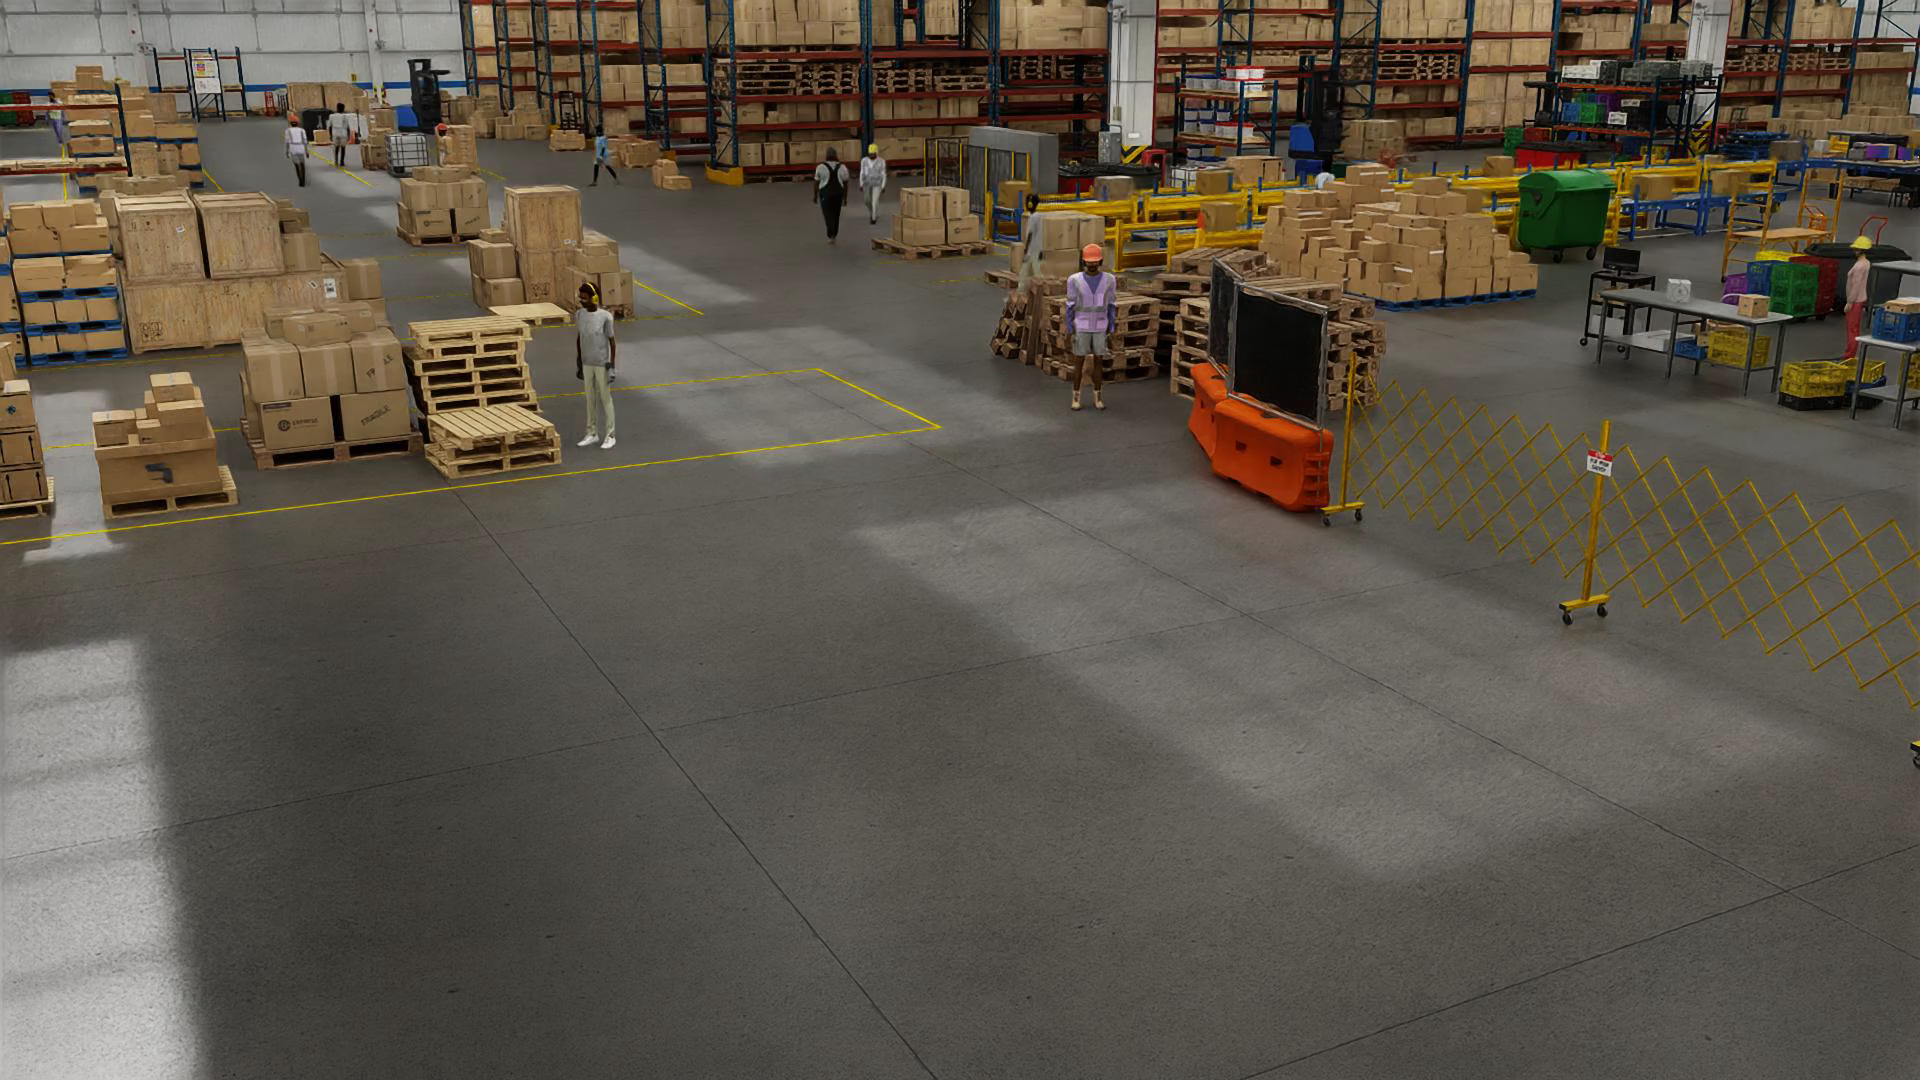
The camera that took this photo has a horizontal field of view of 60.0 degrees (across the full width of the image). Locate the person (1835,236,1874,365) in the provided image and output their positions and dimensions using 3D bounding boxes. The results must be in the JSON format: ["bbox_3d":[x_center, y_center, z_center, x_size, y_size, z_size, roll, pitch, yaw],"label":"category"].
[{"bbox_3d":[12.289,-3.285,22.868,0.303,1.772,0.526,13,22,34],"label":"person"}]

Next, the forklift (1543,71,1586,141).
[{"bbox_3d":[18.685,-13.231,52.085,1.873,2.768,1.129,-9,20,-26],"label":"forklift"}]

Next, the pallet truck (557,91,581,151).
[{"bbox_3d":[-13.495,-14.412,57.188,0.823,1.965,1.885,-3,18,-9],"label":"pallet truck"}]

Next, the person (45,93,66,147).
[{"bbox_3d":[-31.921,-14.819,58.684,0.602,1.866,0.981,-1,18,-4],"label":"person"}]

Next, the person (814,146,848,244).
[{"bbox_3d":[-2.677,-7.226,34.715,0.683,2.000,0.982,-6,19,-17],"label":"person"}]

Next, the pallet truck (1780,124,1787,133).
[{"bbox_3d":[25.206,-12.542,52.601,1.601,1.201,0.680,0,18,-2],"label":"pallet truck"}]

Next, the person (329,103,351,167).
[{"bbox_3d":[-19.130,-12.511,51.360,0.632,1.935,0.495,-1,18,-3],"label":"person"}]

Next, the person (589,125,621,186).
[{"bbox_3d":[-9.824,-10.611,45.897,0.832,1.653,0.533,-16,24,-40],"label":"person"}]

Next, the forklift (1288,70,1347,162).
[{"bbox_3d":[11.608,-13.590,53.202,1.129,2.768,1.873,-15,23,-39],"label":"forklift"}]

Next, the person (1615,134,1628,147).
[{"bbox_3d":[21.450,-13.186,54.019,0.846,1.579,0.492,-4,18,-13],"label":"person"}]

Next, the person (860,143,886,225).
[{"bbox_3d":[-1.974,-8.090,37.764,0.611,1.820,0.515,4,18,14],"label":"person"}]

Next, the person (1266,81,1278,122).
[{"bbox_3d":[12.510,-17.517,67.004,0.771,1.910,0.563,-4,18,-14],"label":"person"}]

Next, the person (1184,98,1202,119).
[{"bbox_3d":[8.689,-15.900,62.087,0.640,1.852,1.027,-3,18,-10],"label":"person"}]

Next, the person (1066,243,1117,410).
[{"bbox_3d":[1.598,-2.583,20.237,0.615,2.041,0.385,-1,18,-5],"label":"person"}]

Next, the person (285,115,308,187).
[{"bbox_3d":[-18.286,-10.713,45.802,0.564,1.899,0.883,-11,21,-31],"label":"person"}]

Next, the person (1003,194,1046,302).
[{"bbox_3d":[1.218,-4.793,27.511,0.979,1.822,0.539,4,18,12],"label":"person"}]

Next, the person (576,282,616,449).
[{"bbox_3d":[-4.067,-1.941,18.525,0.518,1.865,0.327,7,19,22],"label":"person"}]

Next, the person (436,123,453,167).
[{"bbox_3d":[-13.102,-9.623,42.353,0.361,1.940,0.543,4,18,13],"label":"person"}]

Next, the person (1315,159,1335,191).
[{"bbox_3d":[7.725,-7.285,35.479,0.714,1.672,0.530,-8,19,-24],"label":"person"}]

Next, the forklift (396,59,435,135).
[{"bbox_3d":[-20.816,-17.160,64.332,1.873,2.768,1.129,8,19,24],"label":"forklift"}]

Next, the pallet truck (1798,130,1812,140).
[{"bbox_3d":[25.526,-11.556,49.408,1.630,1.274,0.653,-9,20,-26],"label":"pallet truck"}]
